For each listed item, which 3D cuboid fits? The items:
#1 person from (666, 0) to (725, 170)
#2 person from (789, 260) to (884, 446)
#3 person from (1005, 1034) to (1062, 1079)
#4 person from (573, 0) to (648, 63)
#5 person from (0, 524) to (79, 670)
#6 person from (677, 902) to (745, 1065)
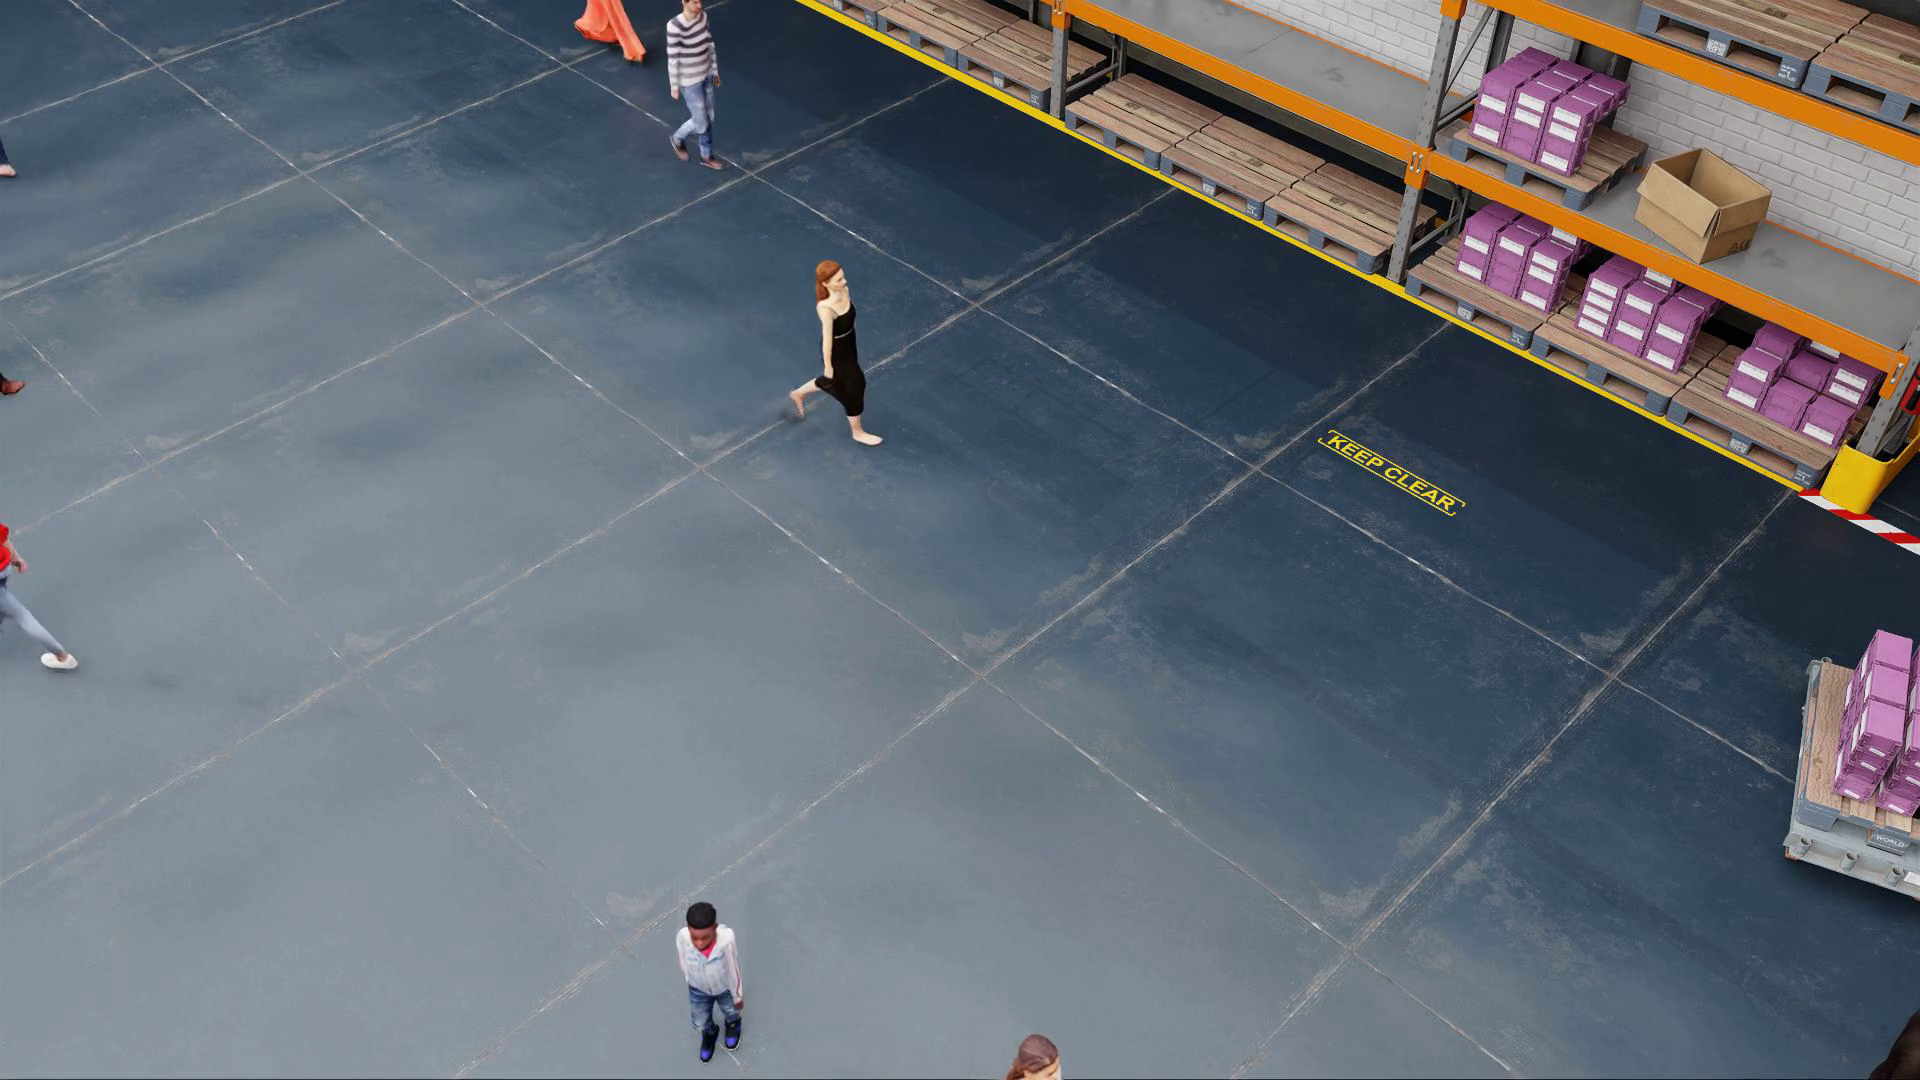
[{"bbox_3d":[-2.510,-4.249,15.252,0.818,1.828,0.746,27,50,25],"label":"person"},{"bbox_3d":[-0.990,-1.412,12.441,1.094,1.597,0.868,13,45,13],"label":"person"},{"bbox_3d":[0.275,2.819,8.034,0.891,1.550,0.565,30,51,28],"label":"person"},{"bbox_3d":[-3.525,-5.654,16.791,1.346,1.739,0.849,24,48,23],"label":"person"},{"bbox_3d":[-6.135,0.253,10.645,1.170,1.664,0.990,9,44,9],"label":"person"},{"bbox_3d":[-1.293,2.269,8.831,0.591,1.248,0.652,0,44,0],"label":"person"}]
